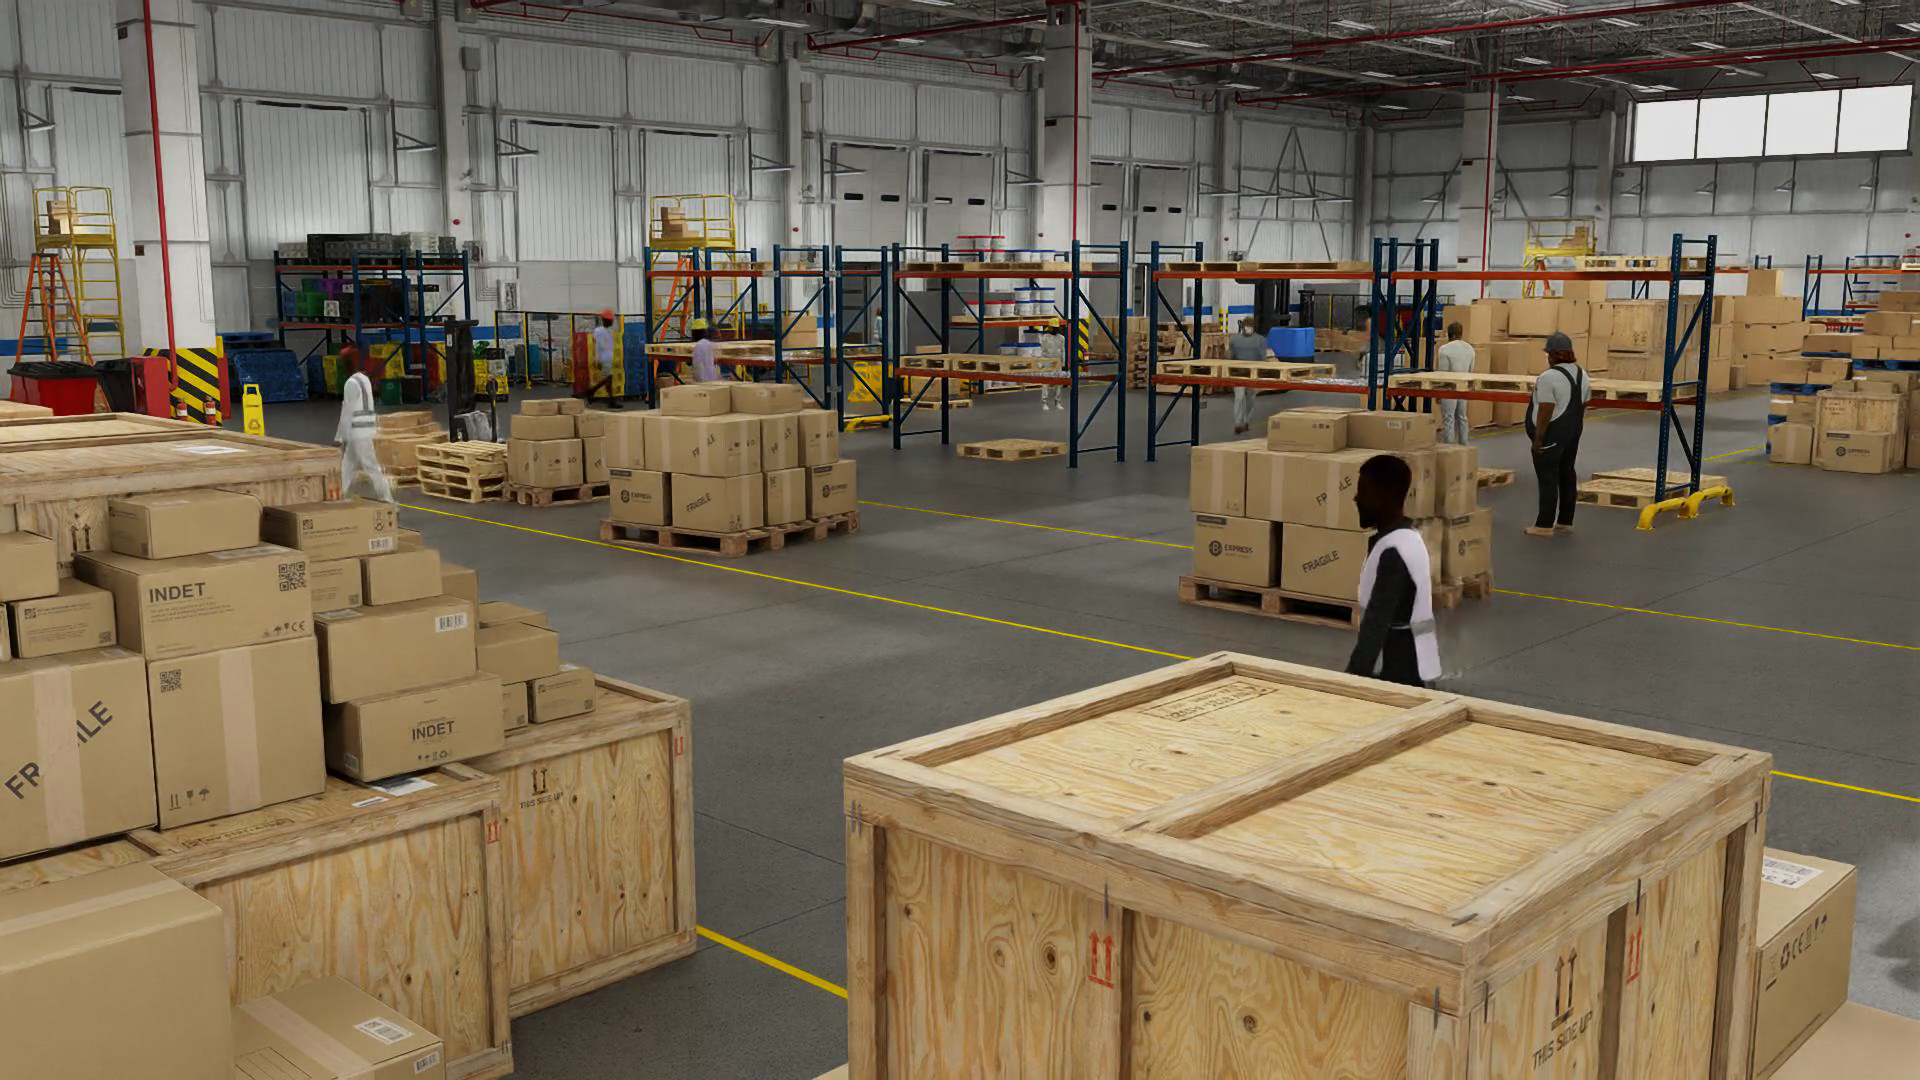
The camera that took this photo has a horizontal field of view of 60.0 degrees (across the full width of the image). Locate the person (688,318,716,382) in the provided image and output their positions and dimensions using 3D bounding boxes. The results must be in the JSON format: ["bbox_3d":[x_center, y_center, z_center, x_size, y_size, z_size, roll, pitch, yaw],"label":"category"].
[{"bbox_3d":[-4.042,-2.434,25.461,0.808,1.893,0.608,2,9,10],"label":"person"}]

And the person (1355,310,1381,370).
[{"bbox_3d":[10.680,-5.218,43.235,0.722,1.671,0.537,-3,10,-18],"label":"person"}]

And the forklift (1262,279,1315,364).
[{"bbox_3d":[8.555,-6.090,44.881,1.873,2.768,1.129,9,13,43],"label":"forklift"}]

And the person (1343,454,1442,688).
[{"bbox_3d":[1.760,0.569,7.163,0.994,1.868,0.595,2,9,10],"label":"person"}]

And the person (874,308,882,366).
[{"bbox_3d":[-2.134,-5.379,44.355,0.323,1.631,0.523,0,9,0],"label":"person"}]

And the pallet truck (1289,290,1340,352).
[{"bbox_3d":[11.297,-6.951,52.861,1.885,1.965,0.823,-5,11,-29],"label":"pallet truck"}]

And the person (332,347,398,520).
[{"bbox_3d":[-6.397,-1.092,17.415,0.970,1.834,0.596,-1,9,-9],"label":"person"}]

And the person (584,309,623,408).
[{"bbox_3d":[-6.833,-3.456,31.730,0.756,1.909,0.542,2,10,14],"label":"person"}]

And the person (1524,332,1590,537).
[{"bbox_3d":[5.906,-1.058,16.598,0.688,2.000,0.537,-6,11,-34],"label":"person"}]

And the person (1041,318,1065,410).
[{"bbox_3d":[1.761,-3.314,31.375,0.486,1.737,0.321,-3,10,-19],"label":"person"}]

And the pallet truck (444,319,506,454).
[{"bbox_3d":[-6.981,-1.942,22.150,1.885,1.965,0.823,1,9,9],"label":"pallet truck"}]

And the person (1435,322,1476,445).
[{"bbox_3d":[6.874,-2.062,23.120,0.623,1.932,0.372,-5,11,-29],"label":"person"}]

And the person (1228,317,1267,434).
[{"bbox_3d":[4.649,-2.664,26.985,0.620,1.890,1.017,1,9,5],"label":"person"}]
